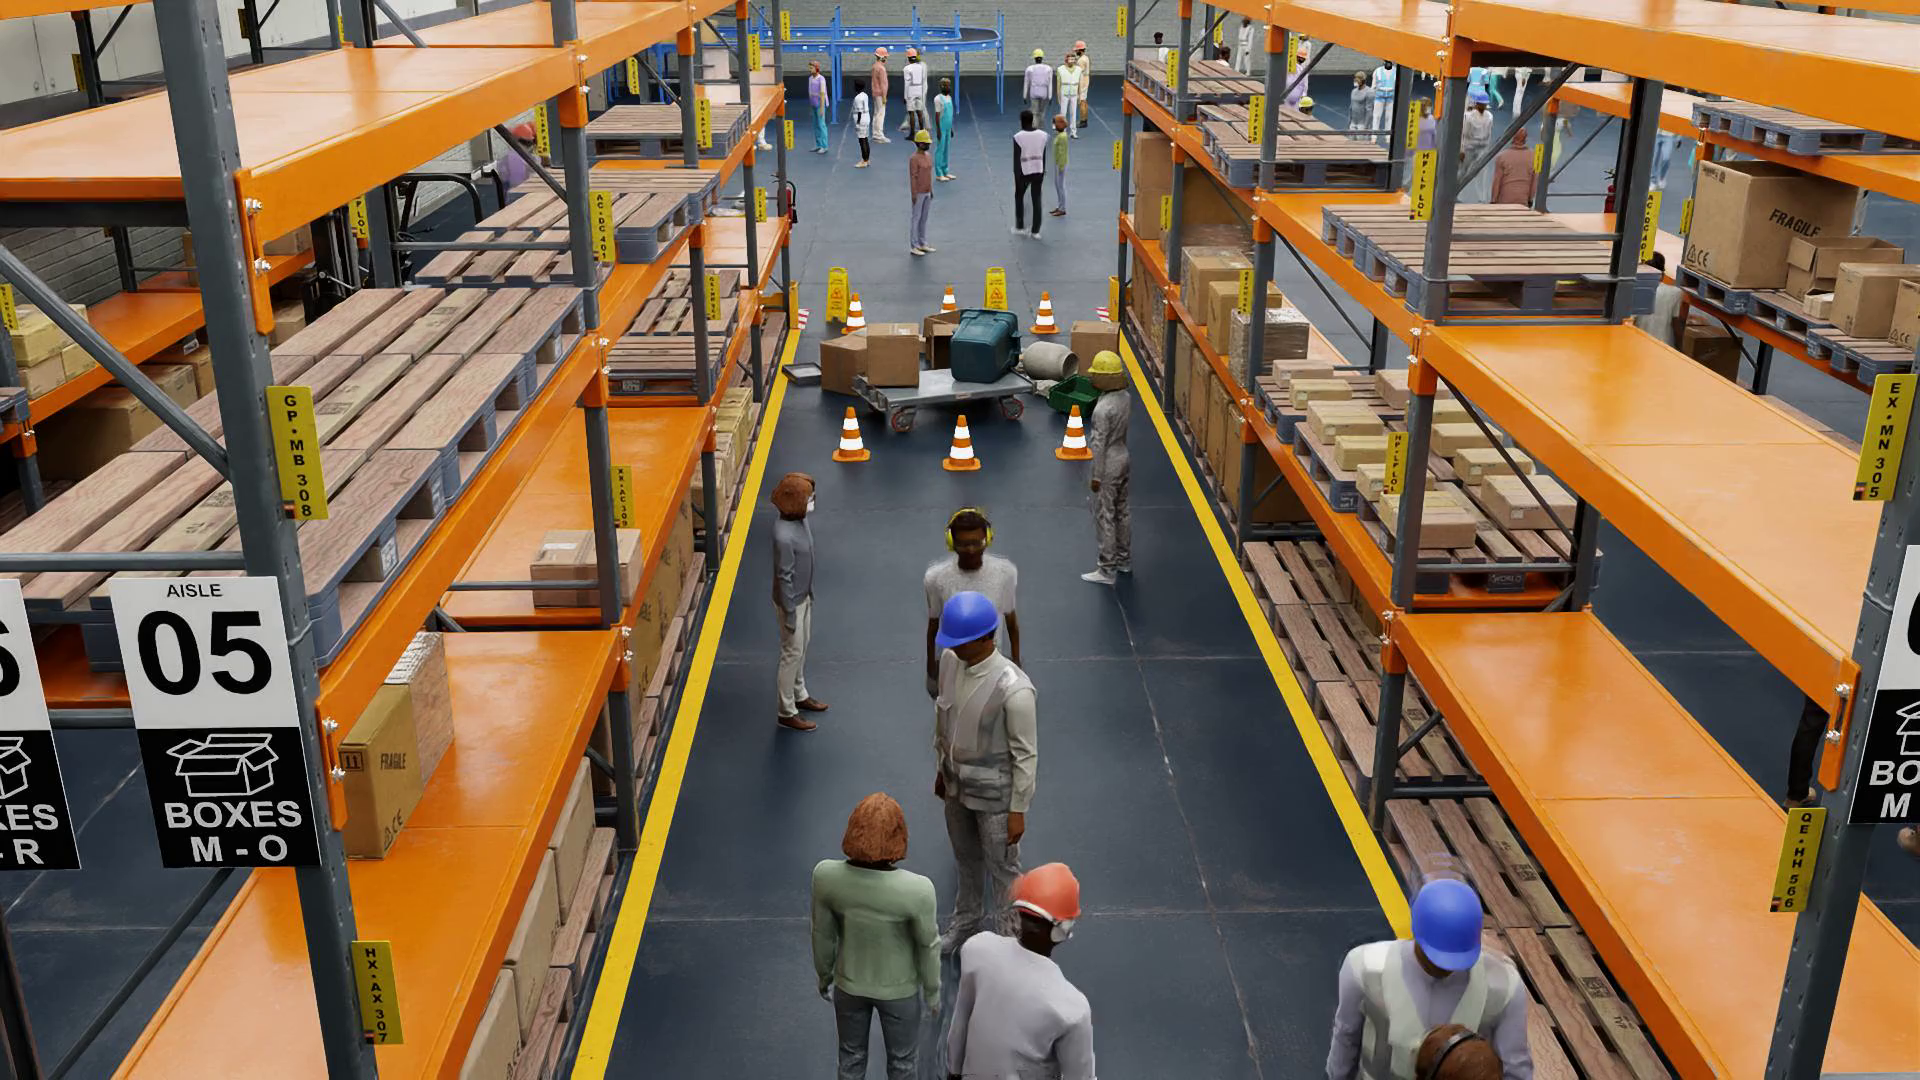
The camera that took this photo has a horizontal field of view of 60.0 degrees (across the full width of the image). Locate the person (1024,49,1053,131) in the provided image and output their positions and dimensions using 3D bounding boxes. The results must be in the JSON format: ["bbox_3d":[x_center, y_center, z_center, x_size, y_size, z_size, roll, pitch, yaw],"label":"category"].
[{"bbox_3d":[1.701,-9.671,36.137,0.605,1.892,0.794,-1,21,-4],"label":"person"}]

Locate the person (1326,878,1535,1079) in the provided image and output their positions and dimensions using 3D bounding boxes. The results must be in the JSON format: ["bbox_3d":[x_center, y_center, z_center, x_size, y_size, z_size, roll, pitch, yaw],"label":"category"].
[{"bbox_3d":[1.543,1.913,5.535,0.620,1.882,1.038,2,21,5],"label":"person"}]

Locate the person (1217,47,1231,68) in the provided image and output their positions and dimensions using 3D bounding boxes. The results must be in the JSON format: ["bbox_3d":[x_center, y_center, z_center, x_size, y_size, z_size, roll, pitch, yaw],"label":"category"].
[{"bbox_3d":[5.767,-9.920,36.767,0.411,1.907,0.600,-7,22,-18],"label":"person"}]

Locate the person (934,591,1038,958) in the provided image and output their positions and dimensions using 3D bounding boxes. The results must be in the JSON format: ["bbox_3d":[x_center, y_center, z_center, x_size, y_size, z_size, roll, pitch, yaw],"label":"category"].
[{"bbox_3d":[0.083,1.119,7.542,0.415,1.933,0.612,-16,26,-36],"label":"person"}]

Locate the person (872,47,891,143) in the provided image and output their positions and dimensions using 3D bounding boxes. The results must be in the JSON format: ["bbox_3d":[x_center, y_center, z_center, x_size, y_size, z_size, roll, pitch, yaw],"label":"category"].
[{"bbox_3d":[-1.689,-9.523,35.610,0.403,1.986,0.605,-6,22,-16],"label":"person"}]

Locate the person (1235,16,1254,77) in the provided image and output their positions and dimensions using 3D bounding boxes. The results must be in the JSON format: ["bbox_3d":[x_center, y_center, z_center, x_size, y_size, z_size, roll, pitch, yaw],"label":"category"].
[{"bbox_3d":[8.299,-14.438,48.824,0.646,1.815,0.967,18,27,39],"label":"person"}]

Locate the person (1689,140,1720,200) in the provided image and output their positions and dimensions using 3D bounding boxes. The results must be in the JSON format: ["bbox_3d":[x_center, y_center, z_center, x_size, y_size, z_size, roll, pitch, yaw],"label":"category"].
[{"bbox_3d":[11.653,-5.820,26.047,0.639,1.822,0.453,-16,26,-37],"label":"person"}]

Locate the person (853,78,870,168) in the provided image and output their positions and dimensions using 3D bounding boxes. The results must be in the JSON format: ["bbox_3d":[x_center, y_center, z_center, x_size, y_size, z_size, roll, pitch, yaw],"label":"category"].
[{"bbox_3d":[-1.907,-8.049,32.107,0.318,1.695,0.540,4,21,11],"label":"person"}]

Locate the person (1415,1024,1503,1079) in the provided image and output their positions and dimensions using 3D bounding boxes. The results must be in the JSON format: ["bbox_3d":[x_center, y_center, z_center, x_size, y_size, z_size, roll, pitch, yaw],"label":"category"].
[{"bbox_3d":[1.400,2.228,4.767,0.636,1.815,0.747,-9,23,-23],"label":"person"}]

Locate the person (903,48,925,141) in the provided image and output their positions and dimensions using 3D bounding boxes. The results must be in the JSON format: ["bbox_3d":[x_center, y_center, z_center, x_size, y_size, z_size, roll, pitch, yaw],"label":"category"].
[{"bbox_3d":[-1.014,-9.621,35.929,0.549,1.934,0.374,-17,26,-37],"label":"person"}]

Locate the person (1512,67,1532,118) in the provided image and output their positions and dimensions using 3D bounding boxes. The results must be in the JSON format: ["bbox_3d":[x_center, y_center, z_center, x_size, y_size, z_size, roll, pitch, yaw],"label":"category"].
[{"bbox_3d":[13.488,-11.088,39.794,0.404,1.943,0.614,5,21,13],"label":"person"}]

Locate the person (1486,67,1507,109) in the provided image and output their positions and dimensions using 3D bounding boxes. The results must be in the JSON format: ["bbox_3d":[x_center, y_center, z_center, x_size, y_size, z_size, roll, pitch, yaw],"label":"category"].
[{"bbox_3d":[13.420,-11.635,41.548,0.546,1.724,0.698,-10,23,-25],"label":"person"}]

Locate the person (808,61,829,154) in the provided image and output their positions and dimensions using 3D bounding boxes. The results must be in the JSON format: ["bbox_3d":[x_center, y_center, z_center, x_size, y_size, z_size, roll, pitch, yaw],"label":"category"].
[{"bbox_3d":[-2.899,-8.861,34.063,0.390,1.837,0.562,-12,24,-29],"label":"person"}]

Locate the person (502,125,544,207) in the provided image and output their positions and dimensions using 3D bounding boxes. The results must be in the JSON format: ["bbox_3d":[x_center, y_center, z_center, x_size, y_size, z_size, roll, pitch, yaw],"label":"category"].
[{"bbox_3d":[-5.890,-4.661,22.749,0.636,1.981,1.065,8,22,20],"label":"person"}]

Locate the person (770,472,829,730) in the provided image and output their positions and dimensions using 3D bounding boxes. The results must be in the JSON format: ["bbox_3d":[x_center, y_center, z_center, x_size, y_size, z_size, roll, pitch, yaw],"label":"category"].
[{"bbox_3d":[-0.978,0.363,9.977,0.293,1.623,0.507,2,21,6],"label":"person"}]

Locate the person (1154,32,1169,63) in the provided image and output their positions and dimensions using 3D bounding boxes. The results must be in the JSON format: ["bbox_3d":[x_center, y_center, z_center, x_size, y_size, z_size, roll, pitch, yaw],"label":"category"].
[{"bbox_3d":[4.780,-11.312,40.358,0.611,1.965,0.362,-6,22,-16],"label":"person"}]

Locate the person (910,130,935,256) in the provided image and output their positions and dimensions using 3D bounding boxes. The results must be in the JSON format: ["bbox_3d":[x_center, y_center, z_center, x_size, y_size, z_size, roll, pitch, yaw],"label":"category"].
[{"bbox_3d":[-0.536,-5.007,23.971,0.314,1.767,0.534,11,23,27],"label":"person"}]

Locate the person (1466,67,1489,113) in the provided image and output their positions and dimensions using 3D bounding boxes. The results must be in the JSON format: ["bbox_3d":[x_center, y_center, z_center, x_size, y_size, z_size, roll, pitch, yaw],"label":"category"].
[{"bbox_3d":[11.565,-9.978,37.206,0.541,1.695,0.316,17,27,38],"label":"person"}]

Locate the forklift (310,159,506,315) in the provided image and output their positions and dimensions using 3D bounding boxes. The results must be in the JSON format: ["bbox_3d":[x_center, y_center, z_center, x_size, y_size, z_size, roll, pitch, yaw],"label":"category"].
[{"bbox_3d":[-5.622,-2.910,17.832,2.313,2.155,1.214,-1,21,-1],"label":"forklift"}]

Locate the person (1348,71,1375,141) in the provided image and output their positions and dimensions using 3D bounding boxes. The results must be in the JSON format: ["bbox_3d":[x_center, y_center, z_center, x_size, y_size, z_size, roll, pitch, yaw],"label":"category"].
[{"bbox_3d":[7.415,-7.709,30.897,0.387,1.927,0.638,-9,22,-22],"label":"person"}]

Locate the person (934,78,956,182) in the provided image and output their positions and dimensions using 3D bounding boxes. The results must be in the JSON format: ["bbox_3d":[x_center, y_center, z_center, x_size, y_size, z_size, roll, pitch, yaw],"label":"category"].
[{"bbox_3d":[-0.281,-7.533,30.538,0.346,1.846,0.506,11,23,26],"label":"person"}]

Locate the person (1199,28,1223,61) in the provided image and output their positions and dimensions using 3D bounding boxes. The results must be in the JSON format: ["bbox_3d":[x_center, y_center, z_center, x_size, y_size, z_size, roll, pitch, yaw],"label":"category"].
[{"bbox_3d":[6.970,-13.461,45.932,0.688,2.000,0.539,13,24,30],"label":"person"}]

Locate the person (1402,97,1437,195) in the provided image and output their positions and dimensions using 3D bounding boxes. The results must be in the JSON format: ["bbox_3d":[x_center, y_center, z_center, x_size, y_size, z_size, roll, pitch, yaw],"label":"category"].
[{"bbox_3d":[7.490,-6.283,27.179,0.643,1.896,1.012,-13,24,-31],"label":"person"}]

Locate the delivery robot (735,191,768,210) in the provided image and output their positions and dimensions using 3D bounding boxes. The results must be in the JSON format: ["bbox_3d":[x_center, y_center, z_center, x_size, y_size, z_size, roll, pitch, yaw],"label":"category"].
[{"bbox_3d":[-3.345,-5.464,26.733,0.477,0.478,0.707,5,21,13],"label":"delivery robot"}]

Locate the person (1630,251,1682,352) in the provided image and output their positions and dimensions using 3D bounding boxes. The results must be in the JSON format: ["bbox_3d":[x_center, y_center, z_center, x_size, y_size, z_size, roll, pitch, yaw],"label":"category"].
[{"bbox_3d":[6.334,-1.698,15.153,0.568,1.843,0.764,-1,21,-2],"label":"person"}]

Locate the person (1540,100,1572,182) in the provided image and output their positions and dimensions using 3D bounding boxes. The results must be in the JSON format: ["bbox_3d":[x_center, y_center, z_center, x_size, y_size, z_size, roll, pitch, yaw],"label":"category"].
[{"bbox_3d":[10.943,-7.495,30.479,0.585,1.819,0.557,18,27,39],"label":"person"}]

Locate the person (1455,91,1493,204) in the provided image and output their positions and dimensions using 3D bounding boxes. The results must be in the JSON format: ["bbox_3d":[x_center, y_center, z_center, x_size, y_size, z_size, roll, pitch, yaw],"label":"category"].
[{"bbox_3d":[8.598,-6.562,27.897,0.629,1.905,0.984,-5,21,-14],"label":"person"}]

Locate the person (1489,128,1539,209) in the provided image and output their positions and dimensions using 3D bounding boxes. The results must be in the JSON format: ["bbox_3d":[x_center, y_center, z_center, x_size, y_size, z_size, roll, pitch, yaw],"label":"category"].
[{"bbox_3d":[7.679,-4.766,23.139,0.642,1.909,0.408,-1,21,-3],"label":"person"}]

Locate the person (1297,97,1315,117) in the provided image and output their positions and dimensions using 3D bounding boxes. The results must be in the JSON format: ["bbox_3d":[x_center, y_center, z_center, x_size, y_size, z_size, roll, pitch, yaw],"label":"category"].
[{"bbox_3d":[5.894,-6.648,28.335,0.381,1.755,0.539,2,21,4],"label":"person"}]

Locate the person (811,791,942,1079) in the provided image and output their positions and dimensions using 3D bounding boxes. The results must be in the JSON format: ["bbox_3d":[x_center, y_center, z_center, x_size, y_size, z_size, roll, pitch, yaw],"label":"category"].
[{"bbox_3d":[-0.315,1.713,6.392,0.509,1.632,0.267,6,21,15],"label":"person"}]

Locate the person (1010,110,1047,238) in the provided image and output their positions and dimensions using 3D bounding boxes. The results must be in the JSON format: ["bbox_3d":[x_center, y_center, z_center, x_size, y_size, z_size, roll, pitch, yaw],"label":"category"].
[{"bbox_3d":[1.025,-5.583,25.322,0.608,1.885,0.799,-9,22,-22],"label":"person"}]

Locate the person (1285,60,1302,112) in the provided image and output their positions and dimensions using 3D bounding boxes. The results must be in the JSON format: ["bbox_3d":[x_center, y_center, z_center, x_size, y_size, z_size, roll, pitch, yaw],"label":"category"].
[{"bbox_3d":[6.783,-9.041,34.451,0.674,1.891,0.507,-11,23,-27],"label":"person"}]

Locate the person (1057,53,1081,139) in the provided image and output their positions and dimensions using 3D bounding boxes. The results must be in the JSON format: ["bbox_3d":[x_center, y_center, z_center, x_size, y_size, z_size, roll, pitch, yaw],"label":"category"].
[{"bbox_3d":[2.362,-9.645,36.139,0.561,1.835,0.399,-7,22,-18],"label":"person"}]

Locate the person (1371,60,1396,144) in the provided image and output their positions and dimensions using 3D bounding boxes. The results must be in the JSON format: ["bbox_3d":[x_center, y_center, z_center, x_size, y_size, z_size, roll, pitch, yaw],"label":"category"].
[{"bbox_3d":[9.062,-9.384,35.436,0.626,1.844,0.429,3,21,9],"label":"person"}]

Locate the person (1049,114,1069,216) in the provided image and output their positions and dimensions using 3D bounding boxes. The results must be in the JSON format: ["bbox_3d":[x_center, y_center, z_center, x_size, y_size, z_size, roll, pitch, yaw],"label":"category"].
[{"bbox_3d":[1.623,-6.090,27.028,0.288,1.627,0.511,-1,21,-4],"label":"person"}]

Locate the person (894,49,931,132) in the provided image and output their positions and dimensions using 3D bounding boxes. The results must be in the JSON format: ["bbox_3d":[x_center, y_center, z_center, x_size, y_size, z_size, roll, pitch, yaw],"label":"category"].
[{"bbox_3d":[-1.044,-10.006,37.117,0.912,1.822,0.483,-9,23,-23],"label":"person"}]

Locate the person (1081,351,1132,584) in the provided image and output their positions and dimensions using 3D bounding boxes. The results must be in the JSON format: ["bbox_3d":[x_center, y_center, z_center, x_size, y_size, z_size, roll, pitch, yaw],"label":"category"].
[{"bbox_3d":[1.073,-0.537,12.206,0.325,1.736,0.487,11,23,27],"label":"person"}]

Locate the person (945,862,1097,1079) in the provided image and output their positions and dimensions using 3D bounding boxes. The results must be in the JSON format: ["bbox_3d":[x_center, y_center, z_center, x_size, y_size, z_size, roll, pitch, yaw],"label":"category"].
[{"bbox_3d":[0.250,1.901,5.808,0.854,1.687,0.573,-15,26,-35],"label":"person"}]

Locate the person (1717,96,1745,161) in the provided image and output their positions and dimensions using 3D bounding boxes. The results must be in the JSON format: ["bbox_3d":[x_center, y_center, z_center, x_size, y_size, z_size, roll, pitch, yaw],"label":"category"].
[{"bbox_3d":[13.585,-7.197,29.376,0.539,2.000,0.689,-18,27,-39],"label":"person"}]

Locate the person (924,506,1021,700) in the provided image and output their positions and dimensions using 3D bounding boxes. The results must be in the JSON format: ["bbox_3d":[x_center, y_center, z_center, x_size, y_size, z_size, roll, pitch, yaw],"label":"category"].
[{"bbox_3d":[0.066,0.657,8.900,0.523,1.846,0.864,-3,21,-9],"label":"person"}]

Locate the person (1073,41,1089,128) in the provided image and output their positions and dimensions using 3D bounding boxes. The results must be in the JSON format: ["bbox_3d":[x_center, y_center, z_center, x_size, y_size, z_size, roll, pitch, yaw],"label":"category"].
[{"bbox_3d":[2.760,-10.415,38.040,0.384,1.930,0.546,6,22,15],"label":"person"}]

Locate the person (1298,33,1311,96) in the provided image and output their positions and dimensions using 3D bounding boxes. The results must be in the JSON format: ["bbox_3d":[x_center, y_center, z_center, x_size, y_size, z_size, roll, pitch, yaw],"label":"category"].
[{"bbox_3d":[9.177,-12.788,44.583,0.320,1.737,0.483,-11,23,-26],"label":"person"}]

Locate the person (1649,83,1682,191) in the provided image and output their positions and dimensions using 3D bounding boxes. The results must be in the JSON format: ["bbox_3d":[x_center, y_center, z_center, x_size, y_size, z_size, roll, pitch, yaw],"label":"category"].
[{"bbox_3d":[12.422,-7.125,29.394,0.640,1.891,0.449,10,23,25],"label":"person"}]

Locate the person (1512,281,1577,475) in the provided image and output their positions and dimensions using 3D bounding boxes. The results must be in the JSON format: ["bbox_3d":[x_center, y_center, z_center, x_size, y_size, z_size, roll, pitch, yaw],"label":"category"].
[{"bbox_3d":[5.060,-1.465,14.413,0.618,1.902,0.424,5,21,12],"label":"person"}]
